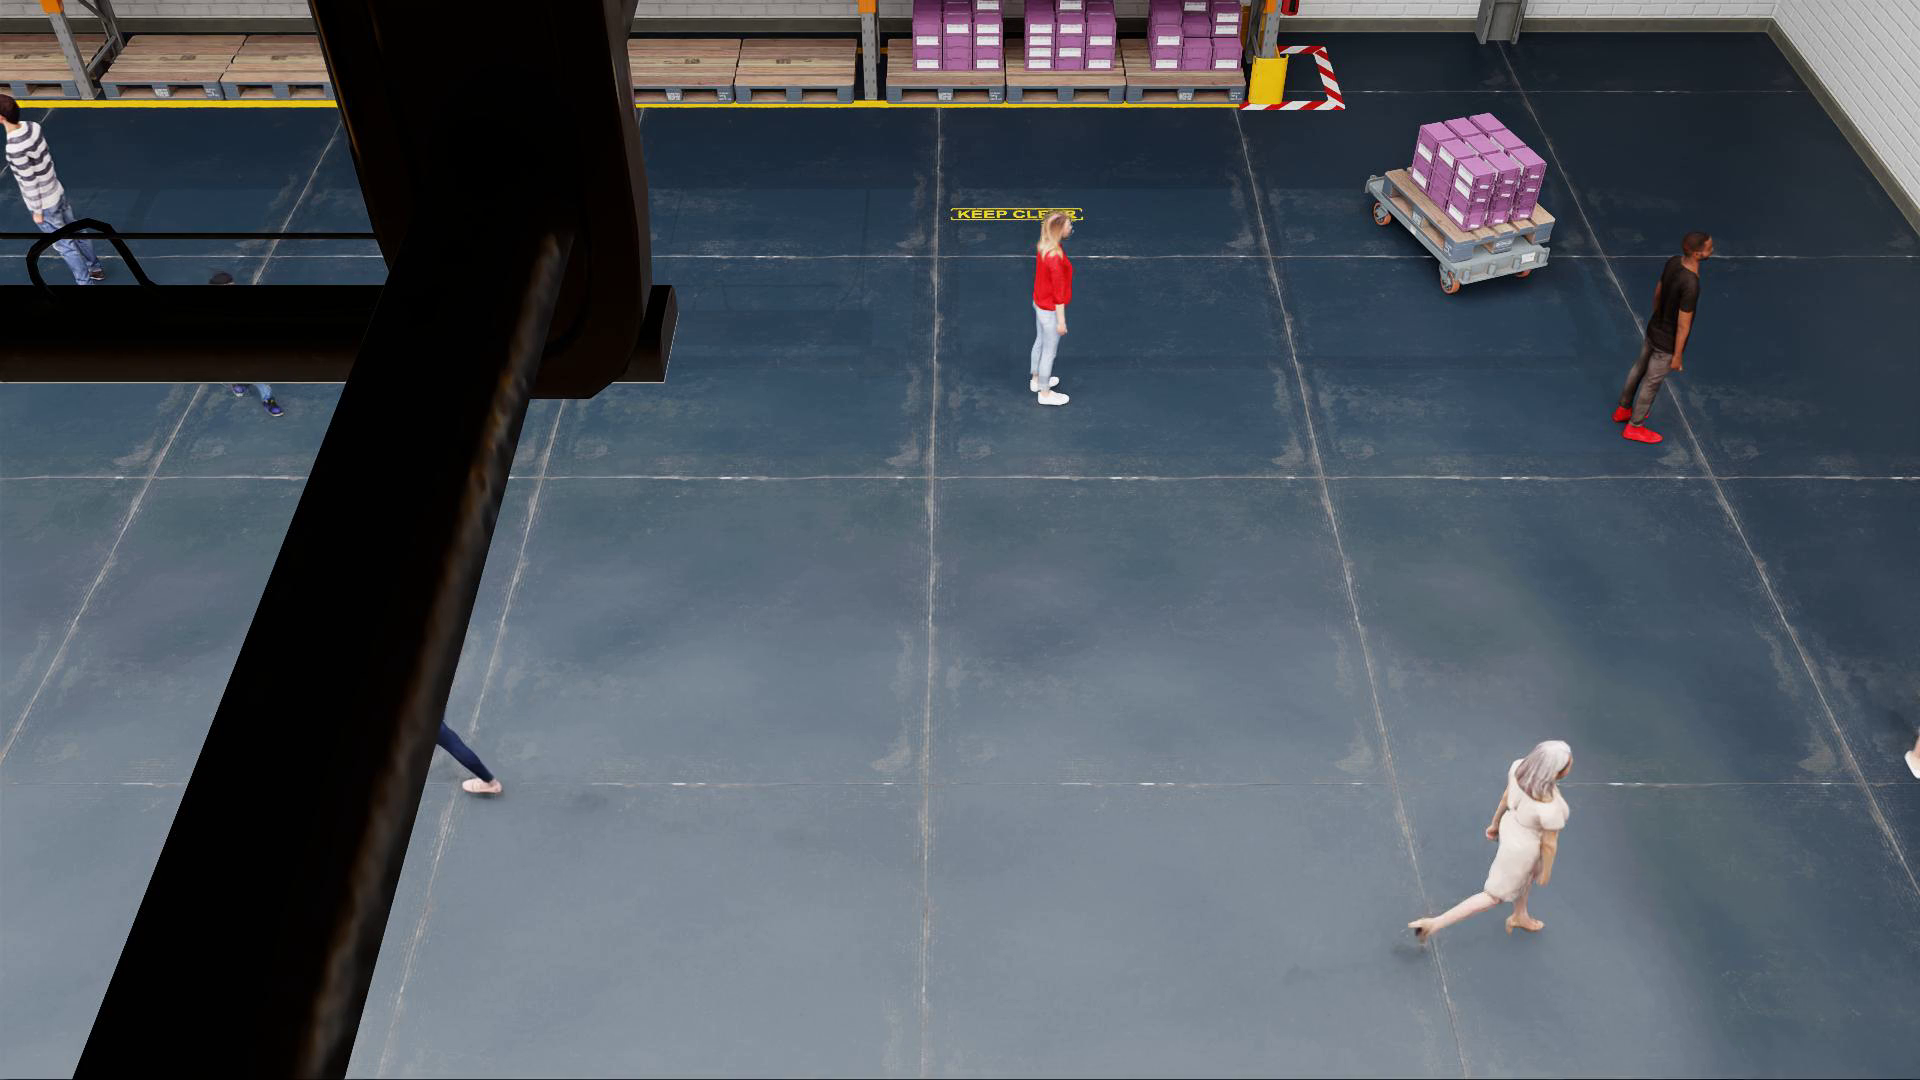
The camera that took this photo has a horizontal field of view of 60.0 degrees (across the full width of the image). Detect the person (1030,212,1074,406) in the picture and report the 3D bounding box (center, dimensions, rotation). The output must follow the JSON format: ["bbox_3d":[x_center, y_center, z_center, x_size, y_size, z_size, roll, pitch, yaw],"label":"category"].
[{"bbox_3d":[0.695,-1.809,12.929,0.594,1.704,0.665,-10,45,-11],"label":"person"}]

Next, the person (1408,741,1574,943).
[{"bbox_3d":[3.013,1.746,9.195,1.163,1.708,0.744,-8,44,-8],"label":"person"}]

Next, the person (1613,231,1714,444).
[{"bbox_3d":[5.331,-1.553,12.587,0.520,1.805,0.644,-1,44,-1],"label":"person"}]

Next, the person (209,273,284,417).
[{"bbox_3d":[-5.667,-1.560,13.004,0.813,1.241,0.881,-34,53,-31],"label":"person"}]

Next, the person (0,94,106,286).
[{"bbox_3d":[-7.666,-2.887,13.954,0.523,1.852,0.656,-2,44,-2],"label":"person"}]
